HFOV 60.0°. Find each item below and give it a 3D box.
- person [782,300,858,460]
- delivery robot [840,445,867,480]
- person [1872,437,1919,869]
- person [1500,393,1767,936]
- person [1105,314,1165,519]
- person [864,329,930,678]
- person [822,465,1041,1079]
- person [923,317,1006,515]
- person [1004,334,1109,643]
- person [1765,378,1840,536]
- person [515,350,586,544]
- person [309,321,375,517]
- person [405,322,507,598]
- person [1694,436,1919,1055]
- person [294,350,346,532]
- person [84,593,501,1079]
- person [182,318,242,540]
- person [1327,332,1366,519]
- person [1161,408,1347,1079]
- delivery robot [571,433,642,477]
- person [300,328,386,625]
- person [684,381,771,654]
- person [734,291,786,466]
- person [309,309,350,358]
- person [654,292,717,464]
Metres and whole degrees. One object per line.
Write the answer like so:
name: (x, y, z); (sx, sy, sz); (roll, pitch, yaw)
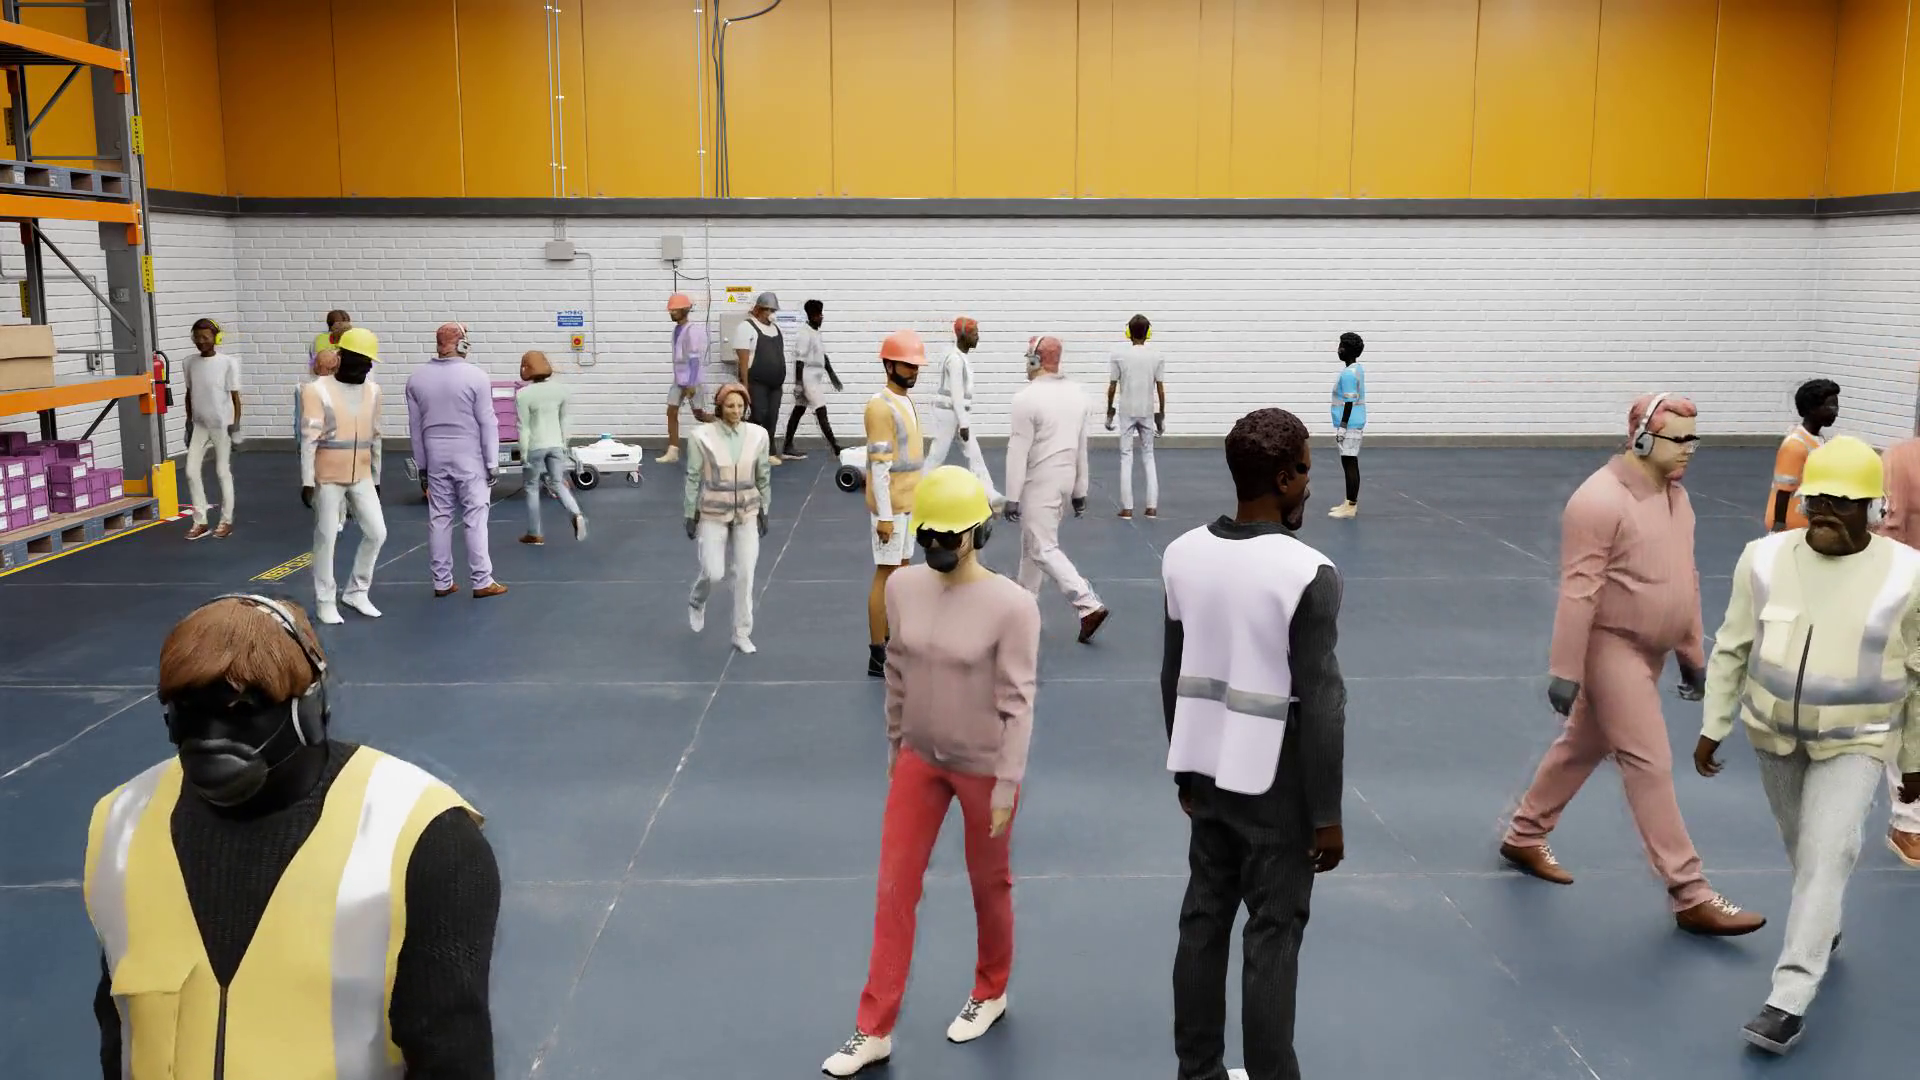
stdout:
person: (-1.683, -1.878, 19.609); (0.965, 1.899, 0.636); (1, 9, 3)
delivery robot: (-0.851, -0.819, 16.991); (0.707, 0.478, 0.477); (3, 10, 15)
person: (3.716, 0.266, 6.255); (0.611, 1.980, 0.426); (1, 9, 8)
person: (2.373, 0.404, 5.863); (0.655, 1.848, 1.042); (-8, 13, -42)
person: (1.596, -1.112, 15.093); (0.526, 1.866, 0.376); (-1, 9, -3)
person: (-0.334, -0.201, 9.264); (0.365, 1.933, 0.551); (2, 10, 14)
person: (-0.063, 0.654, 4.631); (0.538, 1.723, 0.822); (6, 11, 31)
person: (0.022, -1.111, 15.183); (1.021, 1.822, 0.589); (2, 9, 11)
person: (0.558, -0.323, 10.202); (0.914, 1.876, 0.647); (7, 12, 38)
person: (4.810, -0.069, 9.316); (0.841, 1.654, 0.540); (7, 11, 36)
person: (-3.366, -0.742, 13.564); (0.627, 1.611, 0.509); (8, 12, 42)
person: (-5.725, -1.127, 15.433); (0.589, 1.779, 1.028); (-5, 10, -26)
person: (-3.459, -0.544, 11.479); (0.639, 1.902, 0.407); (2, 9, 12)
person: (2.589, 0.570, 5.035); (0.951, 1.786, 0.601); (-8, 13, -42)
person: (-5.309, -0.800, 13.979); (0.506, 1.596, 0.873); (-5, 10, -26)
person: (-0.965, 0.979, 2.391); (0.637, 1.824, 0.588); (0, 9, 2)
person: (-6.278, -0.918, 13.896); (0.579, 1.857, 0.548); (1, 9, 4)
person: (3.529, -1.039, 15.131); (0.318, 1.699, 0.535); (3, 10, 19)
person: (0.747, 0.619, 4.288); (0.392, 1.920, 0.588); (-7, 11, -35)
delivery robot: (-3.661, -0.862, 17.255); (0.707, 0.478, 0.477); (-3, 10, -16)
person: (-3.955, -0.394, 10.609); (0.488, 1.886, 0.721); (7, 12, 37)
person: (-1.395, -0.143, 9.882); (0.525, 1.622, 0.526); (-5, 10, -27)
person: (-2.243, -1.857, 19.095); (0.556, 2.000, 0.697); (8, 12, 39)
person: (-6.571, -1.523, 17.674); (0.627, 1.841, 0.429); (3, 10, 18)
person: (-3.118, -1.900, 19.492); (0.967, 2.003, 0.613); (-7, 12, -38)
